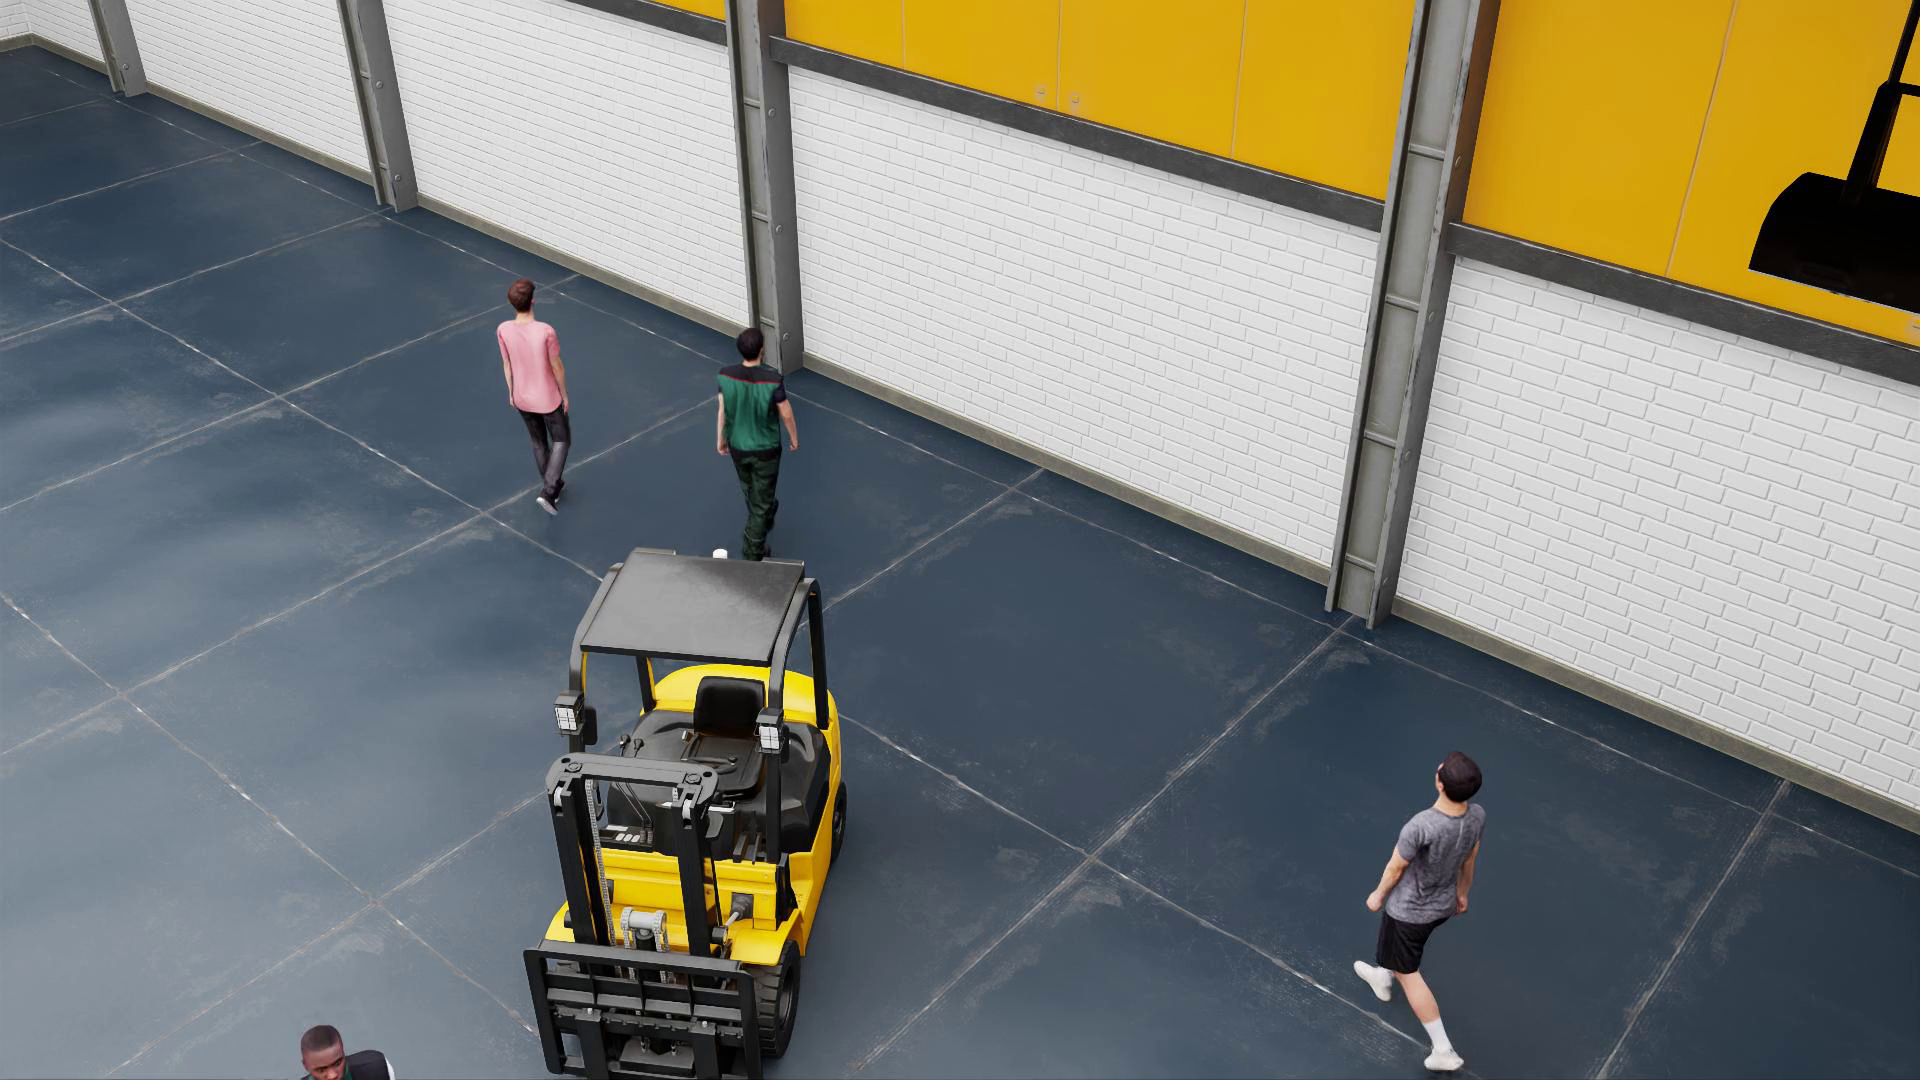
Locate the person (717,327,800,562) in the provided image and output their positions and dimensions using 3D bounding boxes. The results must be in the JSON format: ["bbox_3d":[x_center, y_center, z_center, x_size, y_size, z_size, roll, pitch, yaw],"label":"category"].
[{"bbox_3d":[-1.539,-0.627,12.204,1.124,1.868,1.044,9,35,14],"label":"person"}]

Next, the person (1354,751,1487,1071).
[{"bbox_3d":[2.393,1.898,8.420,0.953,1.851,1.234,-16,37,-23],"label":"person"}]

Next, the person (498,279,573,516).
[{"bbox_3d":[-3.262,-1.043,12.763,1.024,1.942,1.019,2,34,3],"label":"person"}]

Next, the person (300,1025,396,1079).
[{"bbox_3d":[-2.672,2.711,7.235,0.910,1.808,1.244,-20,38,-27],"label":"person"}]
